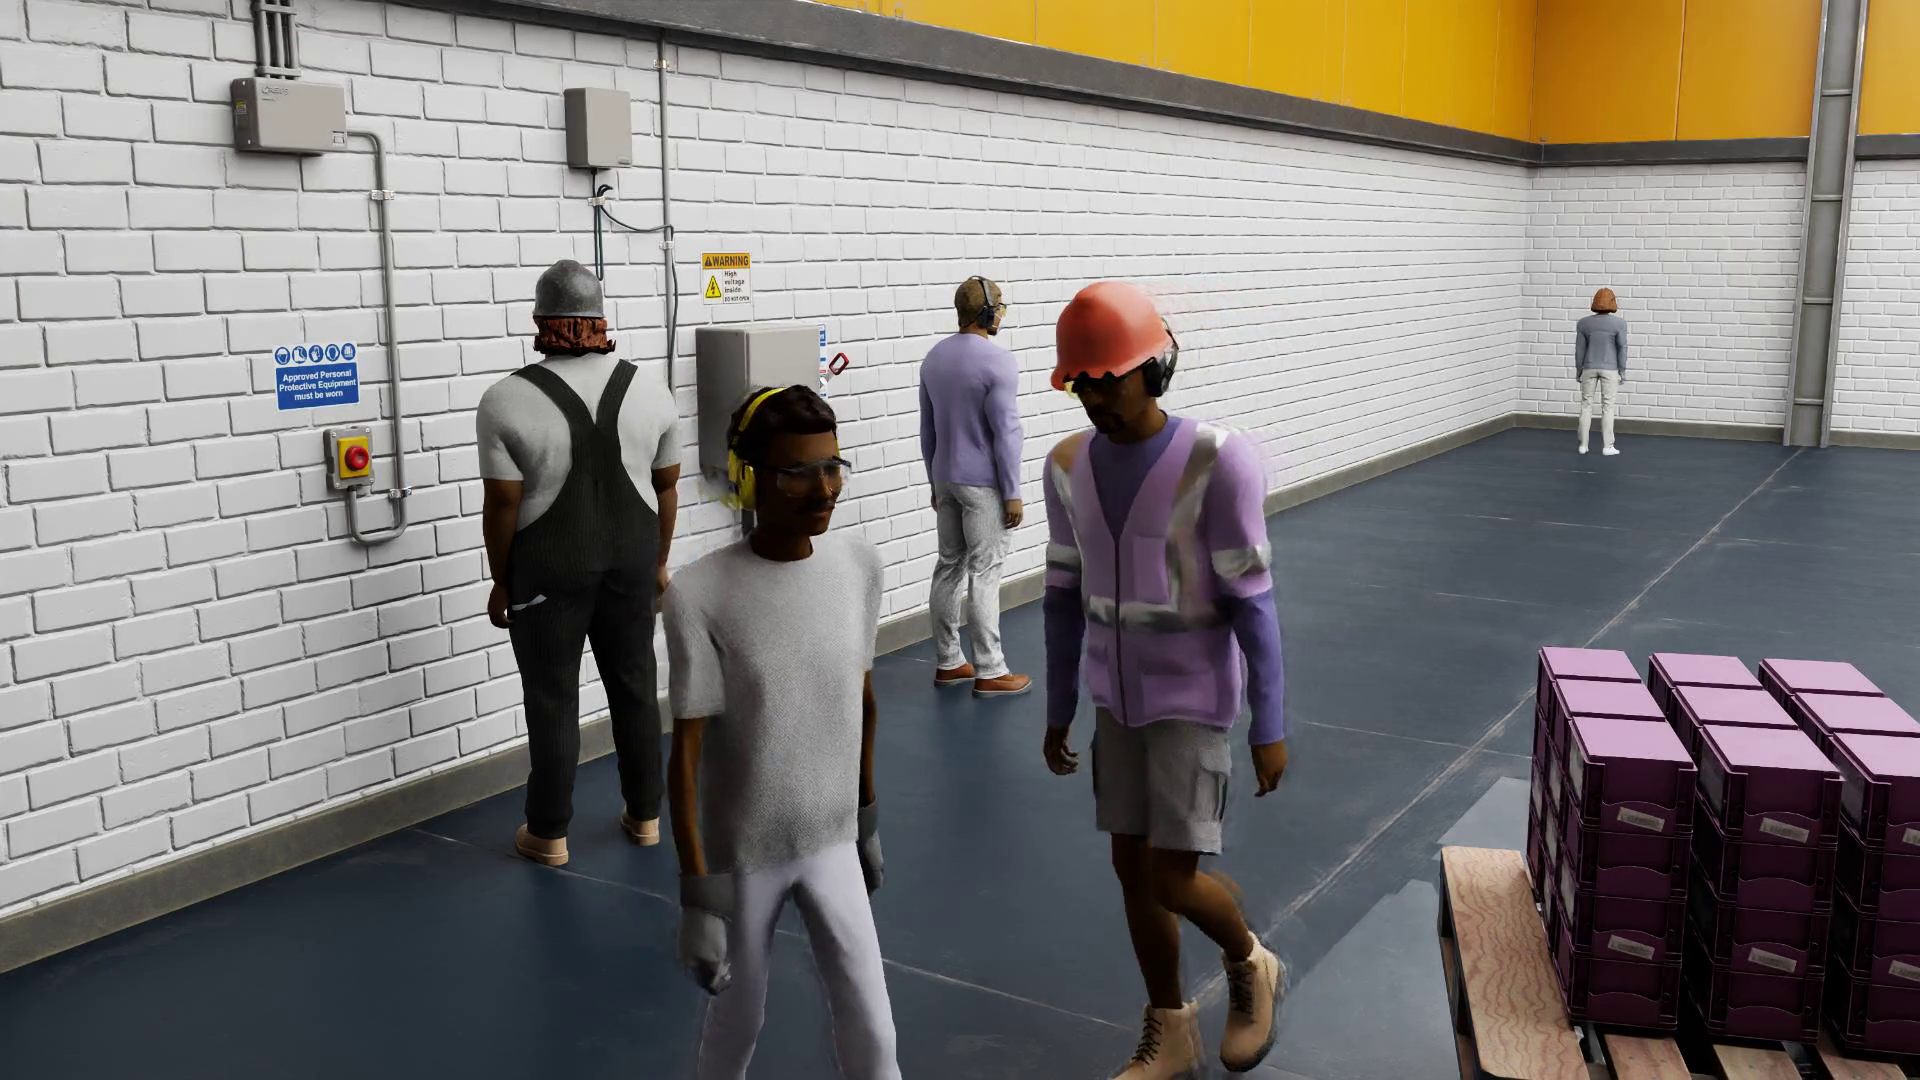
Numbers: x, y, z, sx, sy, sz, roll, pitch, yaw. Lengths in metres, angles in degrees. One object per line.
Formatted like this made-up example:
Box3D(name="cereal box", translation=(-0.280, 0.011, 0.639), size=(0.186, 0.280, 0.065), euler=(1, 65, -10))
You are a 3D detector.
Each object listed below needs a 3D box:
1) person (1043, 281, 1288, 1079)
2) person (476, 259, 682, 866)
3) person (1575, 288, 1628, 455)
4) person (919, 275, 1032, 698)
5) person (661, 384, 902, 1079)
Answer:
Box3D(name="person", translation=(0.468, 0.393, 3.987), size=(0.665, 2.004, 0.582), euler=(10, 14, 44))
Box3D(name="person", translation=(-1.313, 0.072, 5.668), size=(0.682, 2.000, 0.537), euler=(-6, 12, -31))
Box3D(name="person", translation=(6.291, -1.651, 16.334), size=(0.497, 1.636, 0.284), euler=(8, 13, 37))
Box3D(name="person", translation=(0.063, -0.245, 7.707), size=(0.378, 1.940, 0.628), euler=(-8, 13, -38))
Box3D(name="person", translation=(-0.277, 0.631, 3.168), size=(0.559, 1.816, 0.951), euler=(-7, 12, -35))
